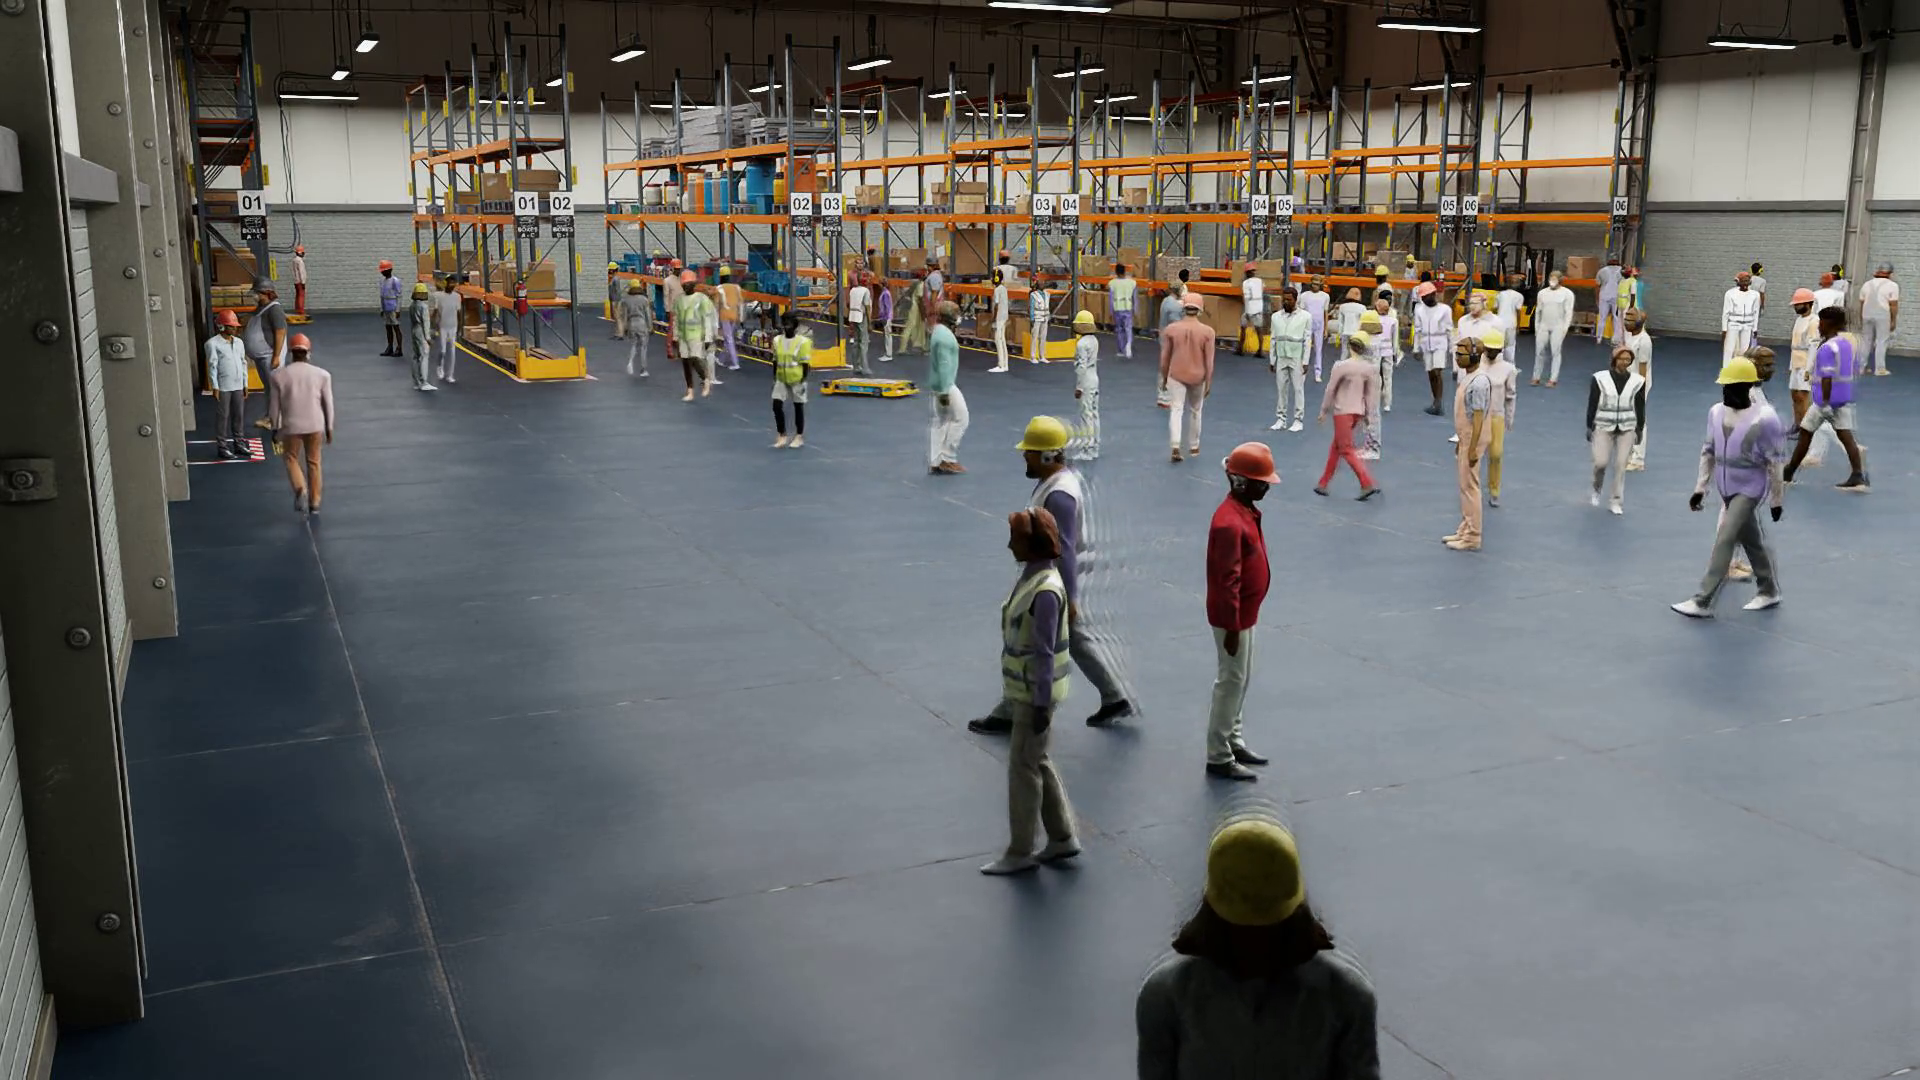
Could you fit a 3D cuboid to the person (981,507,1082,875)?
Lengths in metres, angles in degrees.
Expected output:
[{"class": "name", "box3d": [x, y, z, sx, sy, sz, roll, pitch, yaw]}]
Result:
[{"class": "person", "box3d": [0.323, 0.660, 7.223, 0.456, 1.633, 0.532, -1, 11, -4]}]

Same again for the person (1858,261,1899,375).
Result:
[{"class": "person", "box3d": [16.426, -3.962, 29.667, 0.535, 2.000, 0.689, -6, 12, -27]}]

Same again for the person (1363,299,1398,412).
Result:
[{"class": "person", "box3d": [6.088, -2.664, 24.090, 0.514, 1.641, 0.308, -1, 11, -6]}]

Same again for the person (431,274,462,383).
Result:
[{"class": "person", "box3d": [-8.787, -3.617, 28.421, 0.572, 1.840, 0.583, -8, 13, -34]}]

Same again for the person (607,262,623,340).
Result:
[{"class": "person", "box3d": [-7.859, -5.429, 37.823, 0.313, 1.767, 0.534, -4, 12, -20]}]

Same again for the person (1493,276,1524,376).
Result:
[{"class": "person", "box3d": [9.516, -3.703, 29.025, 0.644, 1.782, 0.949, 9, 14, 38]}]

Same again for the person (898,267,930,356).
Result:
[{"class": "person", "box3d": [-0.847, -4.602, 33.556, 0.877, 1.789, 0.564, -2, 11, -11]}]

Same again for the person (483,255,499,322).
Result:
[{"class": "person", "box3d": [-12.420, -6.686, 44.041, 0.563, 1.837, 0.385, 3, 12, 16]}]

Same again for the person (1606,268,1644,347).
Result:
[{"class": "person", "box3d": [14.305, -4.940, 35.506, 0.579, 1.702, 0.903, -5, 12, -22]}]

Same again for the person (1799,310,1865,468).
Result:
[{"class": "person", "box3d": [9.824, -1.680, 18.647, 0.633, 1.825, 0.720, -9, 14, -38]}]

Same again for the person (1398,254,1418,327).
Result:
[{"class": "person", "box3d": [11.294, -6.266, 41.905, 0.587, 1.834, 0.403, -4, 12, -21]}]

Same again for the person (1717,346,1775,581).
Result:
[{"class": "person", "box3d": [6.192, -0.608, 13.120, 0.336, 1.844, 0.508, 8, 14, 36]}]

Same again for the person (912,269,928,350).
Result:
[{"class": "person", "box3d": [-0.832, -4.864, 34.983, 0.335, 1.749, 0.576, -6, 13, -29]}]

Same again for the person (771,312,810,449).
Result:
[{"class": "person", "box3d": [-2.096, -1.923, 20.200, 0.557, 1.675, 0.591, 5, 12, 23]}]

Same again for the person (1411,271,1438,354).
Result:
[{"class": "person", "box3d": [9.471, -4.632, 33.939, 0.539, 1.700, 0.317, 1, 11, 4]}]

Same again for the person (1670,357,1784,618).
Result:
[{"class": "person", "box3d": [5.570, -0.373, 11.881, 1.017, 1.867, 0.580, -3, 12, -15]}]

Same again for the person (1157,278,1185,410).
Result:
[{"class": "person", "box3d": [3.096, -2.865, 24.391, 0.377, 1.931, 0.624, -1, 11, -7]}]

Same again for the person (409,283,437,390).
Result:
[{"class": "person", "box3d": [-8.794, -3.326, 27.217, 0.325, 1.737, 0.485, -11, 15, -43]}]

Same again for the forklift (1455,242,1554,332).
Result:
[{"class": "forklift", "box3d": [13.047, -6.049, 39.881, 2.313, 2.155, 1.214, -5, 12, -23]}]

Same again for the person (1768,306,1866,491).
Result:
[{"class": "person", "box3d": [9.067, -1.478, 17.381, 0.605, 1.916, 1.023, -7, 13, -33]}]

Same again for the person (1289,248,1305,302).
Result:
[{"class": "person", "box3d": [9.845, -7.642, 48.878, 0.624, 1.845, 0.430, 8, 14, 37]}]

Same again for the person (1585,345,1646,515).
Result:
[{"class": "person", "box3d": [6.283, -1.052, 15.936, 0.533, 1.622, 0.368, 2, 11, 11]}]

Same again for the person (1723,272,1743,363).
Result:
[{"class": "person", "box3d": [14.867, -4.233, 31.780, 0.344, 1.747, 0.572, -4, 12, -21]}]

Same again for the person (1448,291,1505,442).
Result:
[{"class": "person", "box3d": [6.438, -2.146, 20.785, 0.403, 1.904, 0.651, -10, 15, -42]}]

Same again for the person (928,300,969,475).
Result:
[{"class": "person", "box3d": [-0.084, -1.659, 18.261, 0.542, 1.921, 0.660, -1, 11, -6]}]

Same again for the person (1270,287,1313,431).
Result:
[{"class": "person", "box3d": [4.385, -2.399, 22.075, 0.584, 1.911, 0.391, 8, 14, 35]}]

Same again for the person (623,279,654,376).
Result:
[{"class": "person", "box3d": [-5.690, -3.739, 29.347, 0.516, 1.725, 0.437, 2, 11, 11]}]

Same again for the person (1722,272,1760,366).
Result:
[{"class": "person", "box3d": [13.180, -3.576, 28.105, 0.584, 1.882, 0.346, 1, 11, 6]}]

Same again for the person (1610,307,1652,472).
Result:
[{"class": "person", "box3d": [7.538, -1.682, 18.613, 0.346, 1.838, 0.502, 0, 11, 1]}]

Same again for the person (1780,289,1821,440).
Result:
[{"class": "person", "box3d": [10.710, -2.232, 21.191, 0.389, 1.923, 0.549, 0, 11, 2]}]

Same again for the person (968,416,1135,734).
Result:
[{"class": "person", "box3d": [0.547, 0.197, 9.183, 0.928, 1.791, 0.612, 0, 11, 1]}]

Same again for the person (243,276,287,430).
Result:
[{"class": "person", "box3d": [-9.283, -2.497, 22.223, 0.535, 2.000, 0.674, -9, 15, -40]}]

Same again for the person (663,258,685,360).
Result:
[{"class": "person", "box3d": [-5.563, -4.539, 32.750, 0.396, 1.987, 0.618, 9, 14, 38]}]

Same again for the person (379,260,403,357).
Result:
[{"class": "person", "box3d": [-11.467, -4.647, 33.435, 0.542, 1.928, 0.374, 7, 13, 31]}]

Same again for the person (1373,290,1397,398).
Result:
[{"class": "person", "box3d": [6.565, -3.036, 25.833, 0.533, 1.697, 0.322, -7, 13, -31]}]

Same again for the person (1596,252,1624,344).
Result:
[{"class": "person", "box3d": [14.376, -5.344, 36.691, 0.686, 2.000, 0.535, 5, 12, 23]}]

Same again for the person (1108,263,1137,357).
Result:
[{"class": "person", "box3d": [3.252, -4.573, 33.176, 0.599, 1.889, 0.744, -1, 11, -4]}]

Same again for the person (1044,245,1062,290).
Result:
[{"class": "person", "box3d": [2.964, -8.688, 54.231, 0.773, 1.831, 0.542, 1, 11, 3]}]
